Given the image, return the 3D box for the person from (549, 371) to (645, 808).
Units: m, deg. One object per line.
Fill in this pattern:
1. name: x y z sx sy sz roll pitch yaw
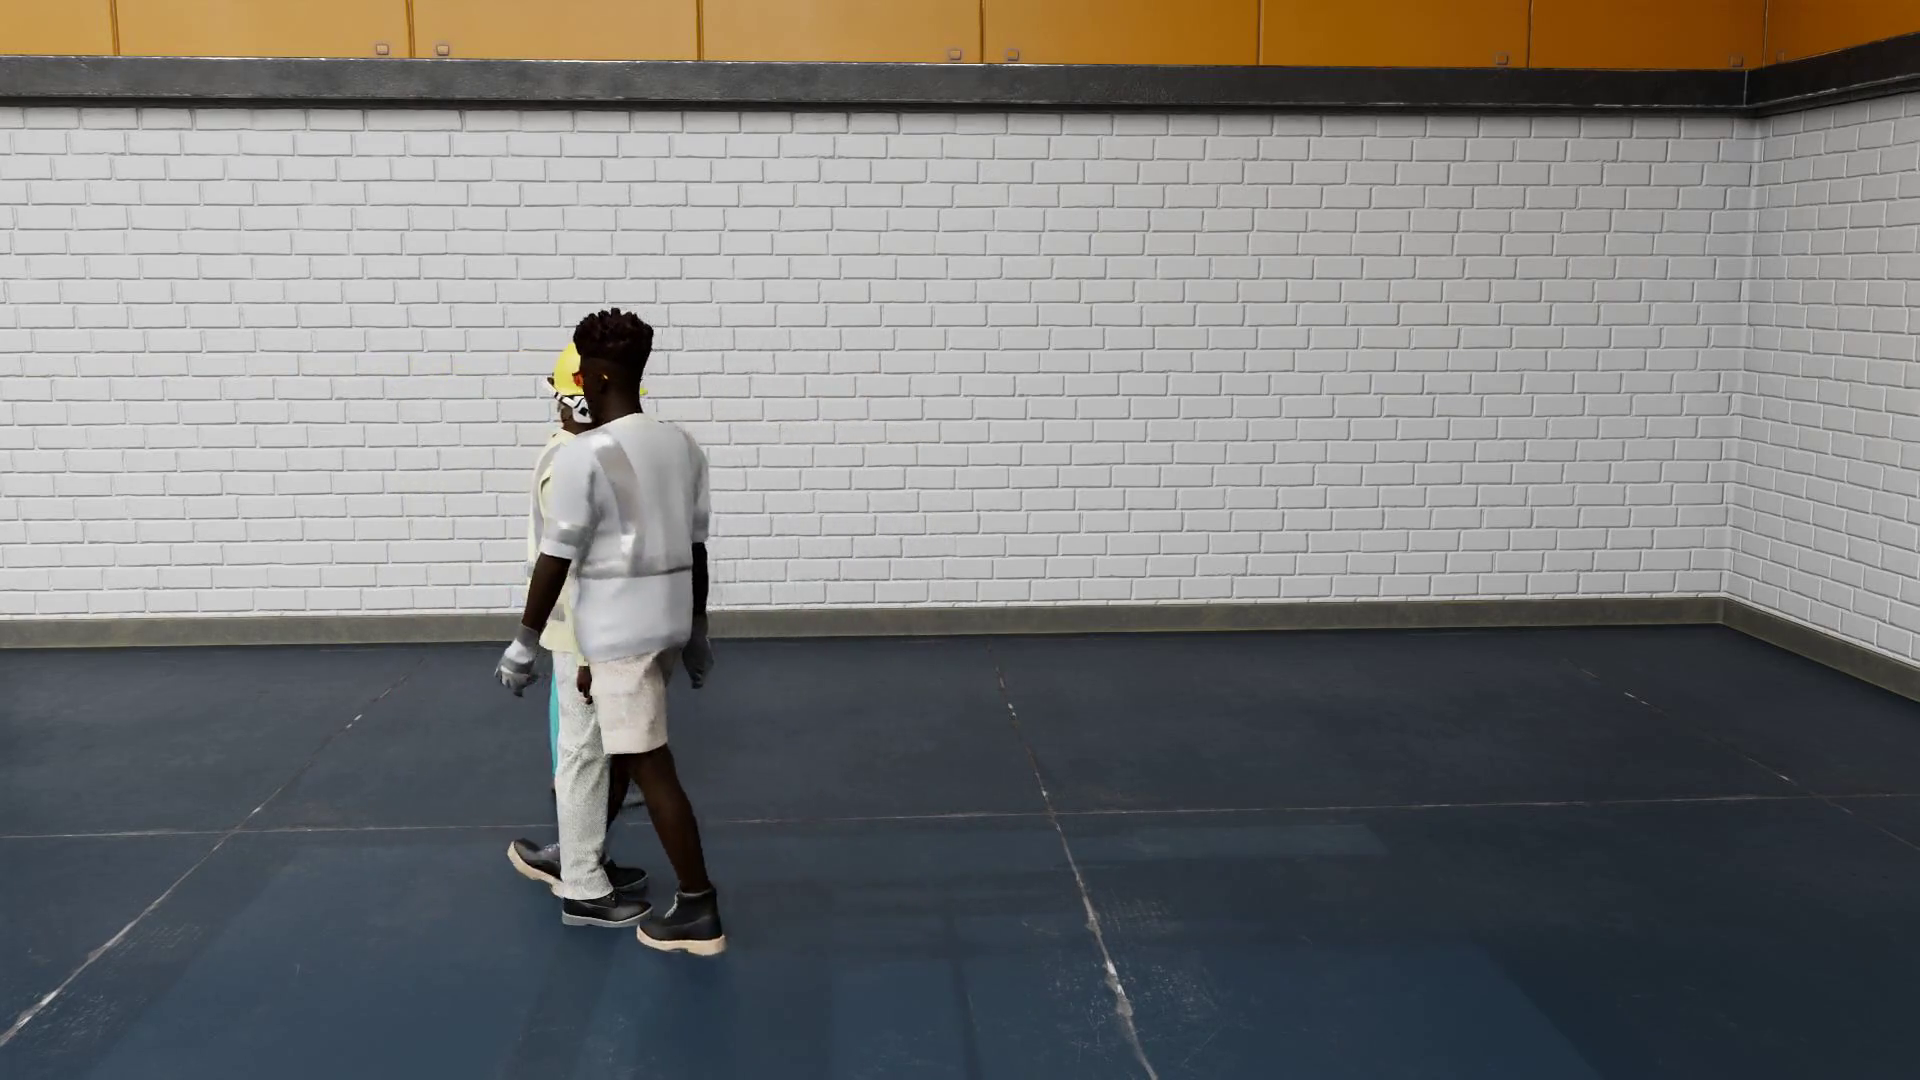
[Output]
1. person: -1.403 0.137 6.358 0.326 1.767 0.533 -5 11 -31

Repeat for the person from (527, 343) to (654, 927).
1. person: -1.145 0.283 5.234 0.404 1.829 0.600 -2 9 -11

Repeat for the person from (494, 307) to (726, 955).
1. person: -1.084 0.267 5.051 0.929 1.917 0.614 4 10 22
